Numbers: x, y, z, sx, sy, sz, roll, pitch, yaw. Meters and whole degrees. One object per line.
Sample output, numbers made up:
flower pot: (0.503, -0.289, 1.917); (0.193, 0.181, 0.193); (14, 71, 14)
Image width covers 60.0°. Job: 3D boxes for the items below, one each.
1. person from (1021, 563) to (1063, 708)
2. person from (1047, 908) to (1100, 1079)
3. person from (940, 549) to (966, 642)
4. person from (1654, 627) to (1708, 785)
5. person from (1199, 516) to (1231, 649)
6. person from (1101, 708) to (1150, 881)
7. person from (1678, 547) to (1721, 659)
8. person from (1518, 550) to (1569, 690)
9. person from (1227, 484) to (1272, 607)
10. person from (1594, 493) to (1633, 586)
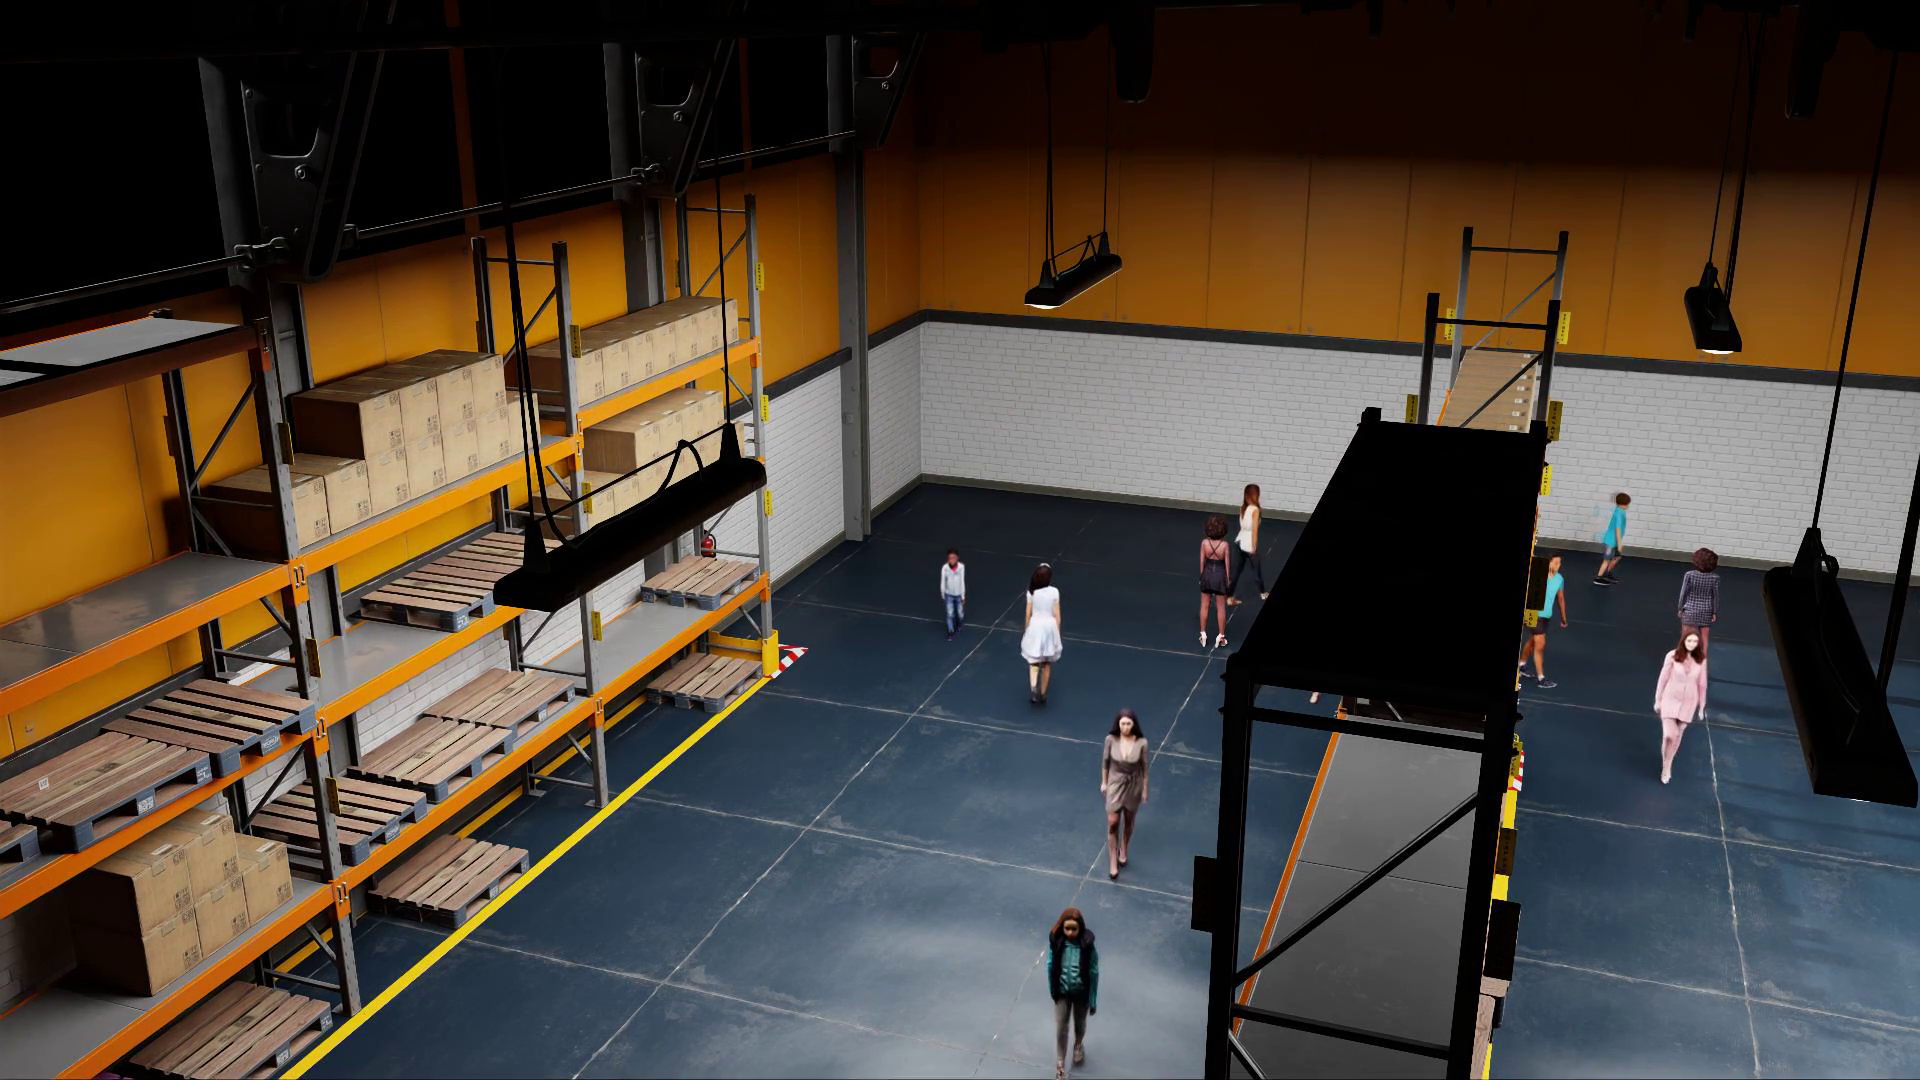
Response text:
person: (0.986, 1.189, 19.846); (0.762, 1.807, 0.902); (3, 19, 8)
person: (0.923, 3.571, 13.309); (0.669, 1.465, 0.957); (3, 19, 9)
person: (-0.075, 0.694, 22.190); (0.605, 1.250, 0.756); (1, 19, 2)
person: (7.849, 1.762, 18.181); (0.690, 1.784, 0.726); (4, 19, 11)
person: (3.330, 0.544, 21.793); (0.561, 1.788, 0.531); (7, 20, 21)
person: (1.617, 2.413, 16.337); (0.726, 1.728, 0.841); (2, 19, 5)
person: (9.240, 0.913, 20.833); (0.604, 1.701, 0.533); (7, 20, 21)
person: (7.141, 0.932, 20.710); (1.055, 1.744, 1.107); (-9, 21, -25)
person: (3.920, 0.097, 23.172); (1.098, 1.755, 1.028); (-9, 21, -26)
person: (9.403, -0.020, 24.047); (0.625, 1.419, 0.543); (5, 19, 14)
